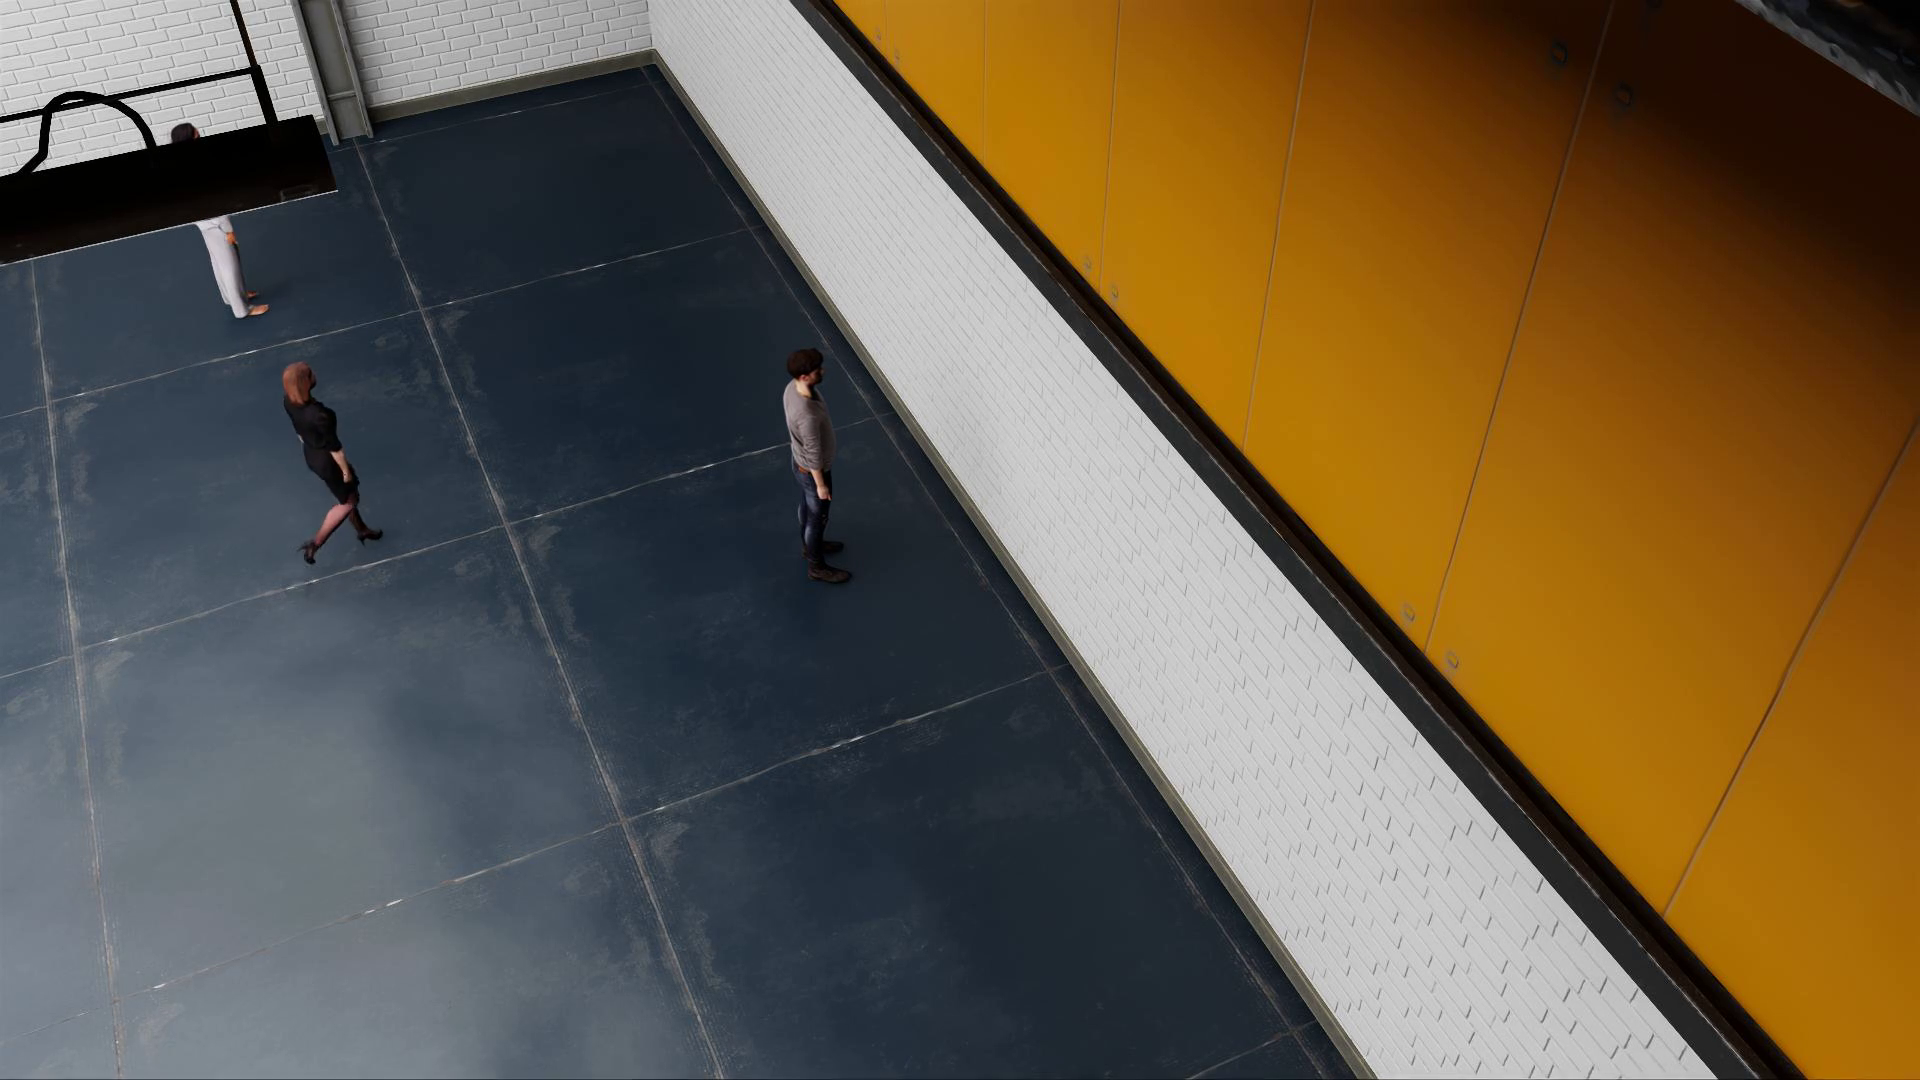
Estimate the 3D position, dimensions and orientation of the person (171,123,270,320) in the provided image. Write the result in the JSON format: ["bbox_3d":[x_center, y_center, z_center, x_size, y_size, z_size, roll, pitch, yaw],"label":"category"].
[{"bbox_3d":[-6.195,-2.659,13.790,0.603,1.736,0.681,-28,50,-26],"label":"person"}]

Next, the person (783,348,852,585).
[{"bbox_3d":[-1.019,-0.520,11.423,0.663,1.904,0.730,-9,44,-9],"label":"person"}]

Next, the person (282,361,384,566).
[{"bbox_3d":[-4.441,-0.484,11.543,0.847,1.686,0.993,26,49,25],"label":"person"}]
